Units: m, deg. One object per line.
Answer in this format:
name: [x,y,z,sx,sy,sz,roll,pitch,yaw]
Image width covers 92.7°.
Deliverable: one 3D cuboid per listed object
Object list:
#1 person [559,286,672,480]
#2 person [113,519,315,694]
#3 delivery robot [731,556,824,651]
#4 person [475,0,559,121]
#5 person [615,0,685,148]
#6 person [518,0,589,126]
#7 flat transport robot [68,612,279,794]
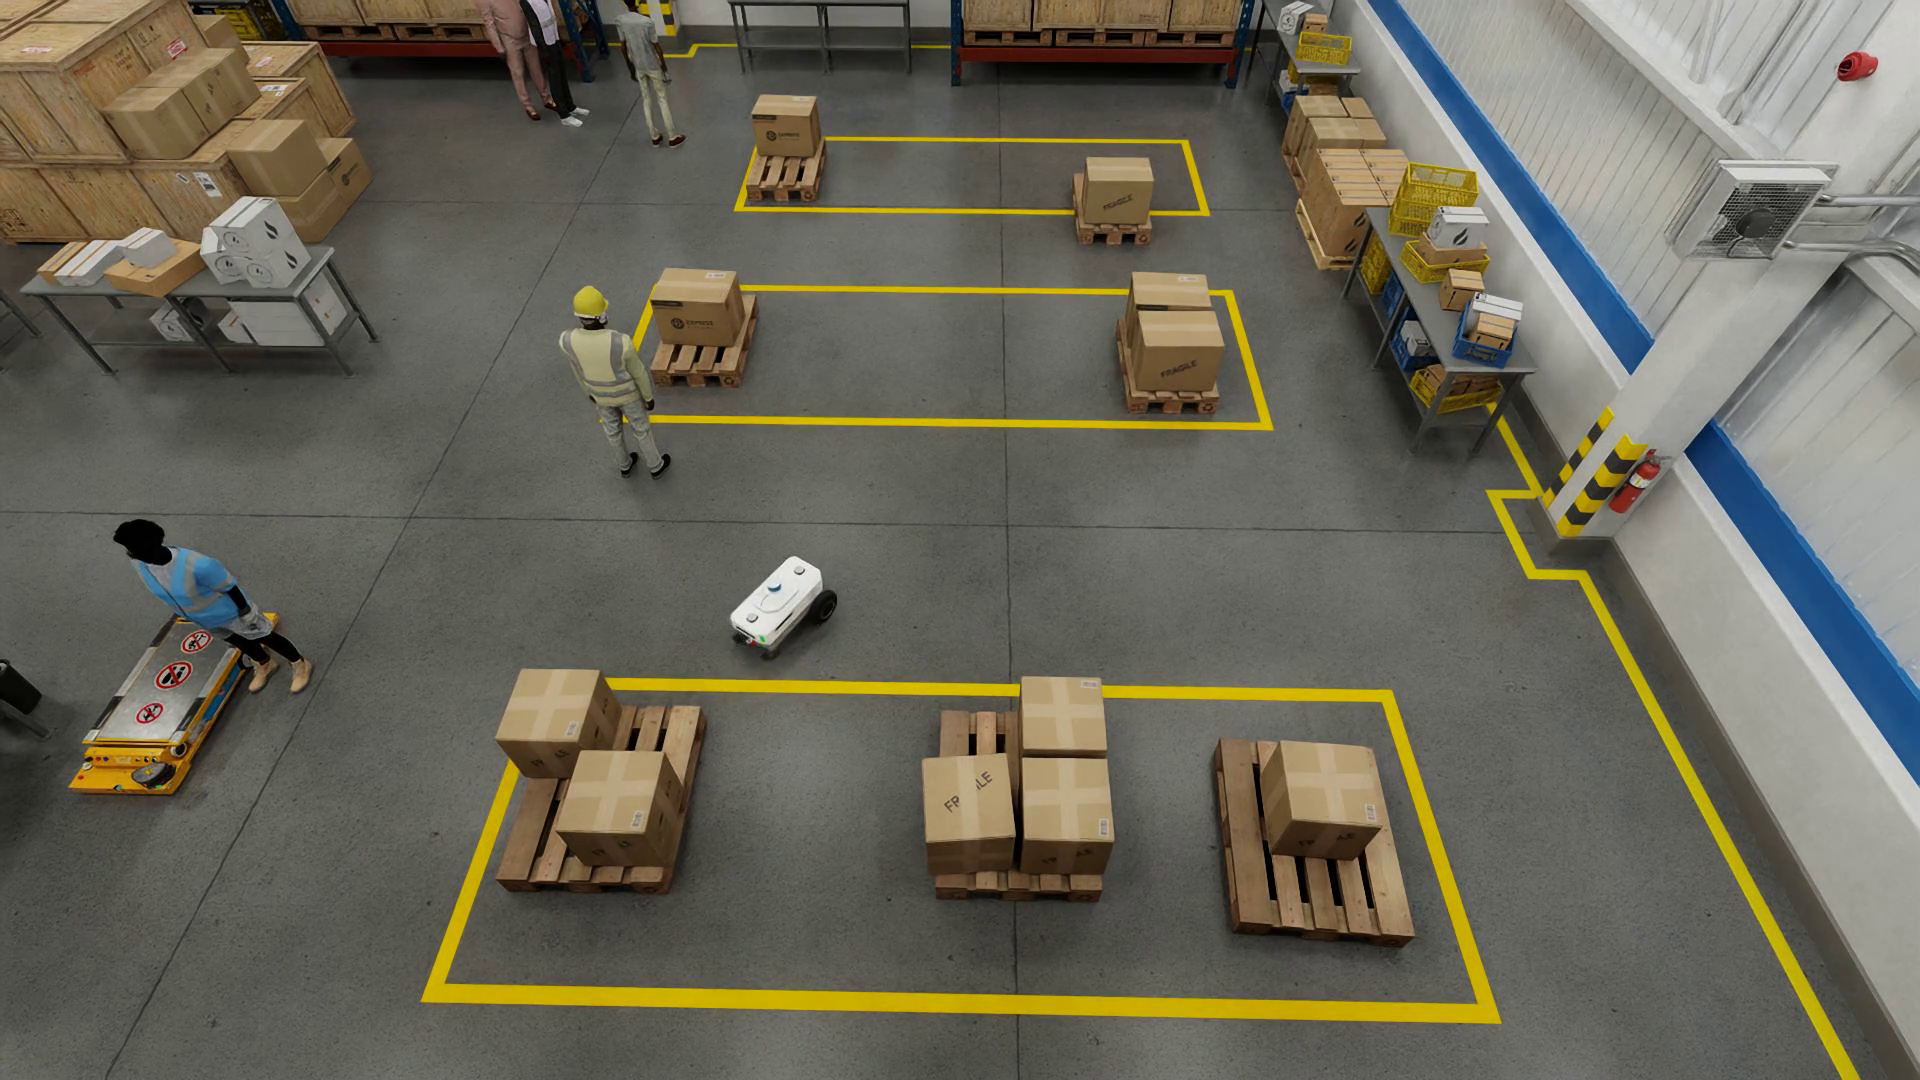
person: [-2.749,-1.214,7.367,0.589,1.823,0.403,3,50,3]
person: [-4.897,0.462,6.027,0.541,1.700,0.316,3,50,2]
delivery robot: [-1.333,0.457,6.718,0.477,0.478,0.707,27,55,21]
person: [-5.657,-6.380,11.695,0.395,1.897,0.649,28,55,22]
person: [-3.803,-5.750,11.178,0.535,1.864,0.314,7,50,6]
person: [-5.197,-6.283,11.597,0.392,1.915,0.587,2,50,1]
flat transport robot: [-5.504,1.072,6.442,0.652,0.197,1.431,1,50,1]
